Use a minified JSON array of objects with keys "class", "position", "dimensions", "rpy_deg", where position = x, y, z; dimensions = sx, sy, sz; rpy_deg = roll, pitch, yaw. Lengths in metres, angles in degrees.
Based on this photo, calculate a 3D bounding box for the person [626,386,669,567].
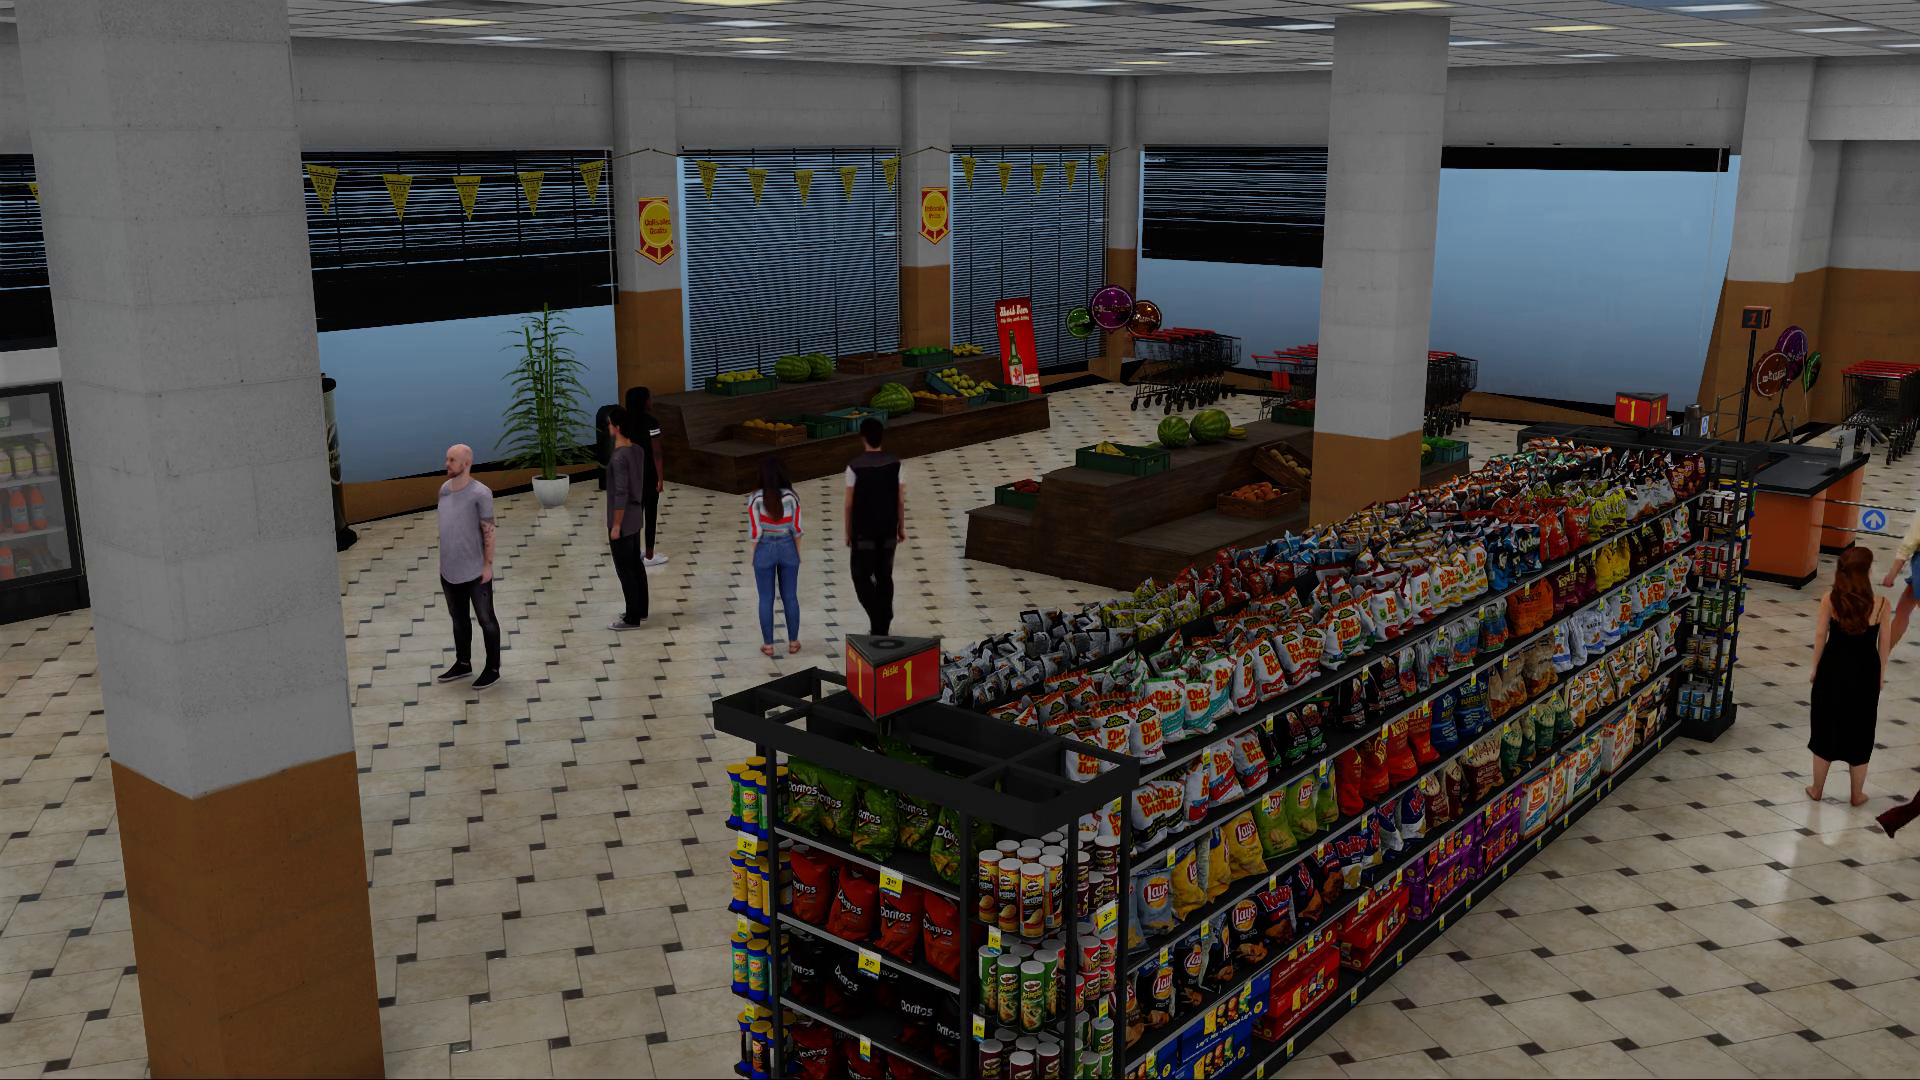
[{"class":"person","position":[-3.057,-0.626,16.037],"dimensions":[0.607,1.729,0.572],"rpy_deg":[9,16,34]}]

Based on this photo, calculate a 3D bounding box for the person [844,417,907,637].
[{"class":"person","position":[-0.670,-0.055,13.466],"dimensions":[0.992,1.831,0.998],"rpy_deg":[-4,14,-17]}]

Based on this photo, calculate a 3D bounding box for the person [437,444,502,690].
[{"class":"person","position":[-3.700,0.183,12.470],"dimensions":[0.714,1.838,0.643],"rpy_deg":[7,15,28]}]

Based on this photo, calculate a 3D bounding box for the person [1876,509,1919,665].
[{"class":"person","position":[7.330,0.309,12.478],"dimensions":[1.133,1.589,0.986],"rpy_deg":[-7,15,-26]}]

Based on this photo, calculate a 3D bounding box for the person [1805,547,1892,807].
[{"class":"person","position":[5.461,0.833,10.237],"dimensions":[0.610,1.626,0.621],"rpy_deg":[7,15,27]}]

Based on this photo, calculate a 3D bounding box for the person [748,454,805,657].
[{"class":"person","position":[-1.467,0.111,13.246],"dimensions":[0.638,1.612,0.728],"rpy_deg":[-3,14,-12]}]

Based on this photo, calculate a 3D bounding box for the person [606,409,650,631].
[{"class":"person","position":[-2.794,-0.182,13.941],"dimensions":[0.809,1.854,0.685],"rpy_deg":[2,14,7]}]
